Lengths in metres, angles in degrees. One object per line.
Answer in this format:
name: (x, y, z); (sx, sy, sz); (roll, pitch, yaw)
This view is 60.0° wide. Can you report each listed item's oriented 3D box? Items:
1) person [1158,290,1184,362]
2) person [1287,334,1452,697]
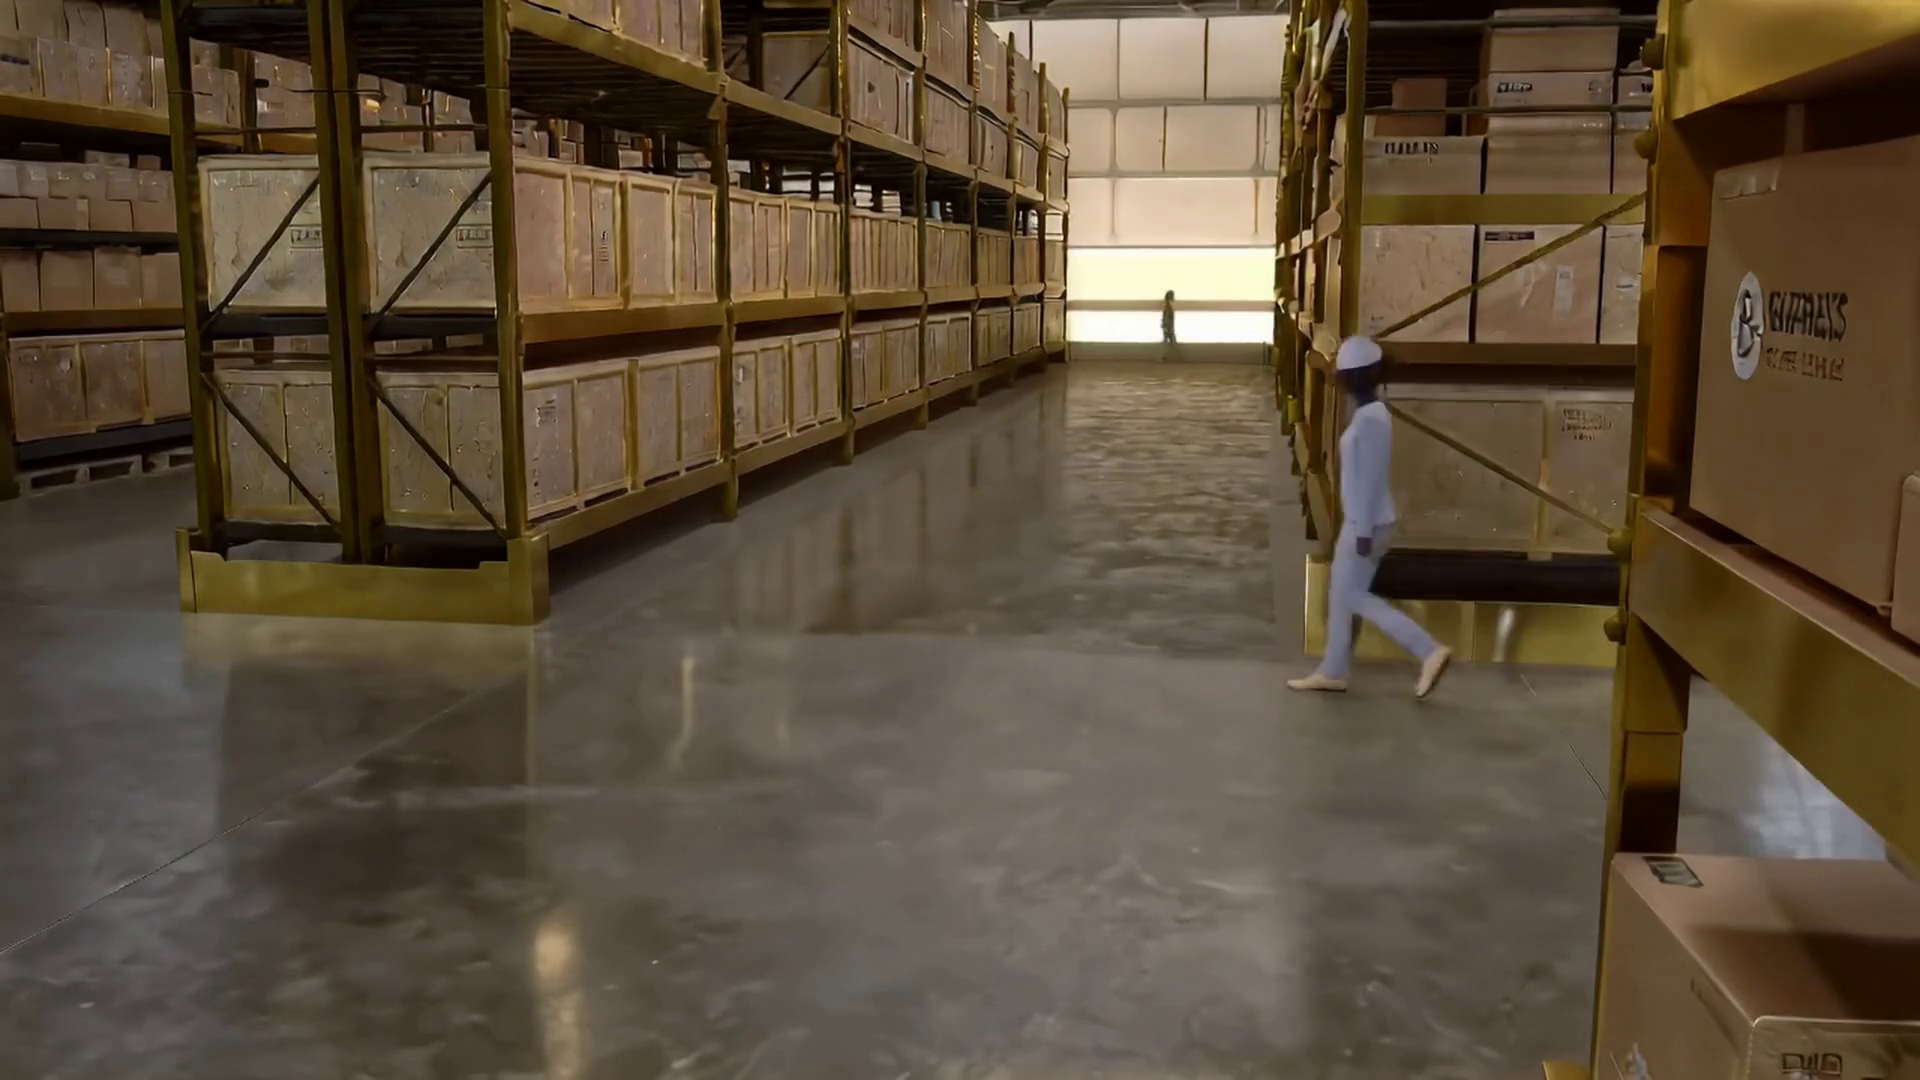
person: (4.795, -4.819, 37.477); (0.690, 1.609, 0.535); (1, 9, 8)
person: (1.947, -0.099, 7.851); (0.675, 1.738, 0.526); (2, 9, 12)
